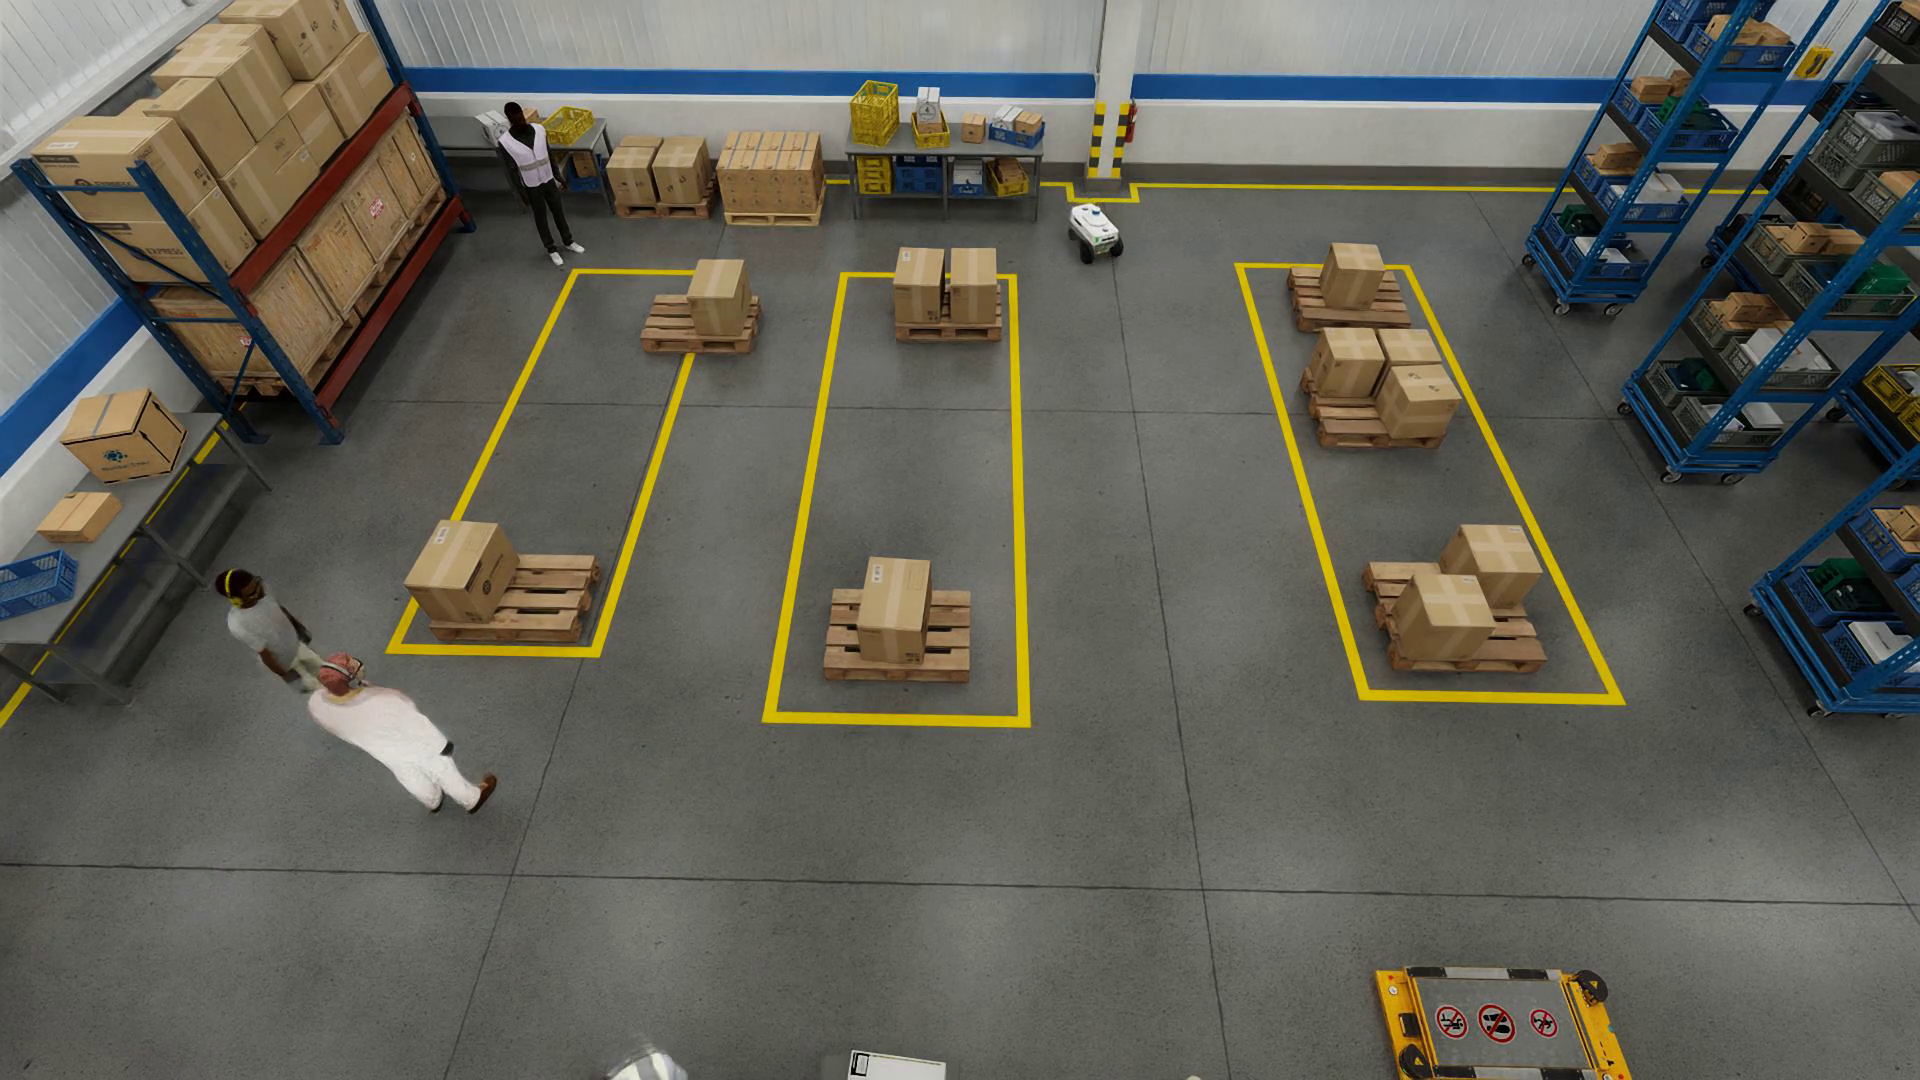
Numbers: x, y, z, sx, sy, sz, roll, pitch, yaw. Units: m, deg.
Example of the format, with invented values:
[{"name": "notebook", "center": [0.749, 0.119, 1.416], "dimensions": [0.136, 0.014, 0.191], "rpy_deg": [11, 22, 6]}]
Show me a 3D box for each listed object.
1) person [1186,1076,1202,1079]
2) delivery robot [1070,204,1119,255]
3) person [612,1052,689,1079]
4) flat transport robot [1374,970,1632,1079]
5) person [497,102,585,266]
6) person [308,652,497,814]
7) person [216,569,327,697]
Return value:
[{"name": "person", "center": [1.122, 3.244, 4.823], "dimensions": [0.403, 1.833, 0.586], "rpy_deg": [27, 56, 20]}, {"name": "delivery robot", "center": [1.669, -3.907, 11.413], "dimensions": [0.477, 0.478, 0.707], "rpy_deg": [-19, 53, -15]}, {"name": "person", "center": [-1.663, 3.186, 4.895], "dimensions": [0.636, 1.800, 0.887], "rpy_deg": [-33, 58, -24]}, {"name": "flat transport robot", "center": [3.501, 3.133, 5.914], "dimensions": [1.431, 0.197, 0.652], "rpy_deg": [1, 51, 1]}, {"name": "person", "center": [-4.986, -4.233, 10.863], "dimensions": [0.392, 1.920, 0.587], "rpy_deg": [32, 57, 23]}, {"name": "person", "center": [-3.841, 1.357, 6.315], "dimensions": [0.651, 1.906, 0.403], "rpy_deg": [4, 51, 3]}, {"name": "person", "center": [-4.908, 0.846, 6.769], "dimensions": [0.395, 1.856, 0.611], "rpy_deg": [-7, 51, -6]}]
